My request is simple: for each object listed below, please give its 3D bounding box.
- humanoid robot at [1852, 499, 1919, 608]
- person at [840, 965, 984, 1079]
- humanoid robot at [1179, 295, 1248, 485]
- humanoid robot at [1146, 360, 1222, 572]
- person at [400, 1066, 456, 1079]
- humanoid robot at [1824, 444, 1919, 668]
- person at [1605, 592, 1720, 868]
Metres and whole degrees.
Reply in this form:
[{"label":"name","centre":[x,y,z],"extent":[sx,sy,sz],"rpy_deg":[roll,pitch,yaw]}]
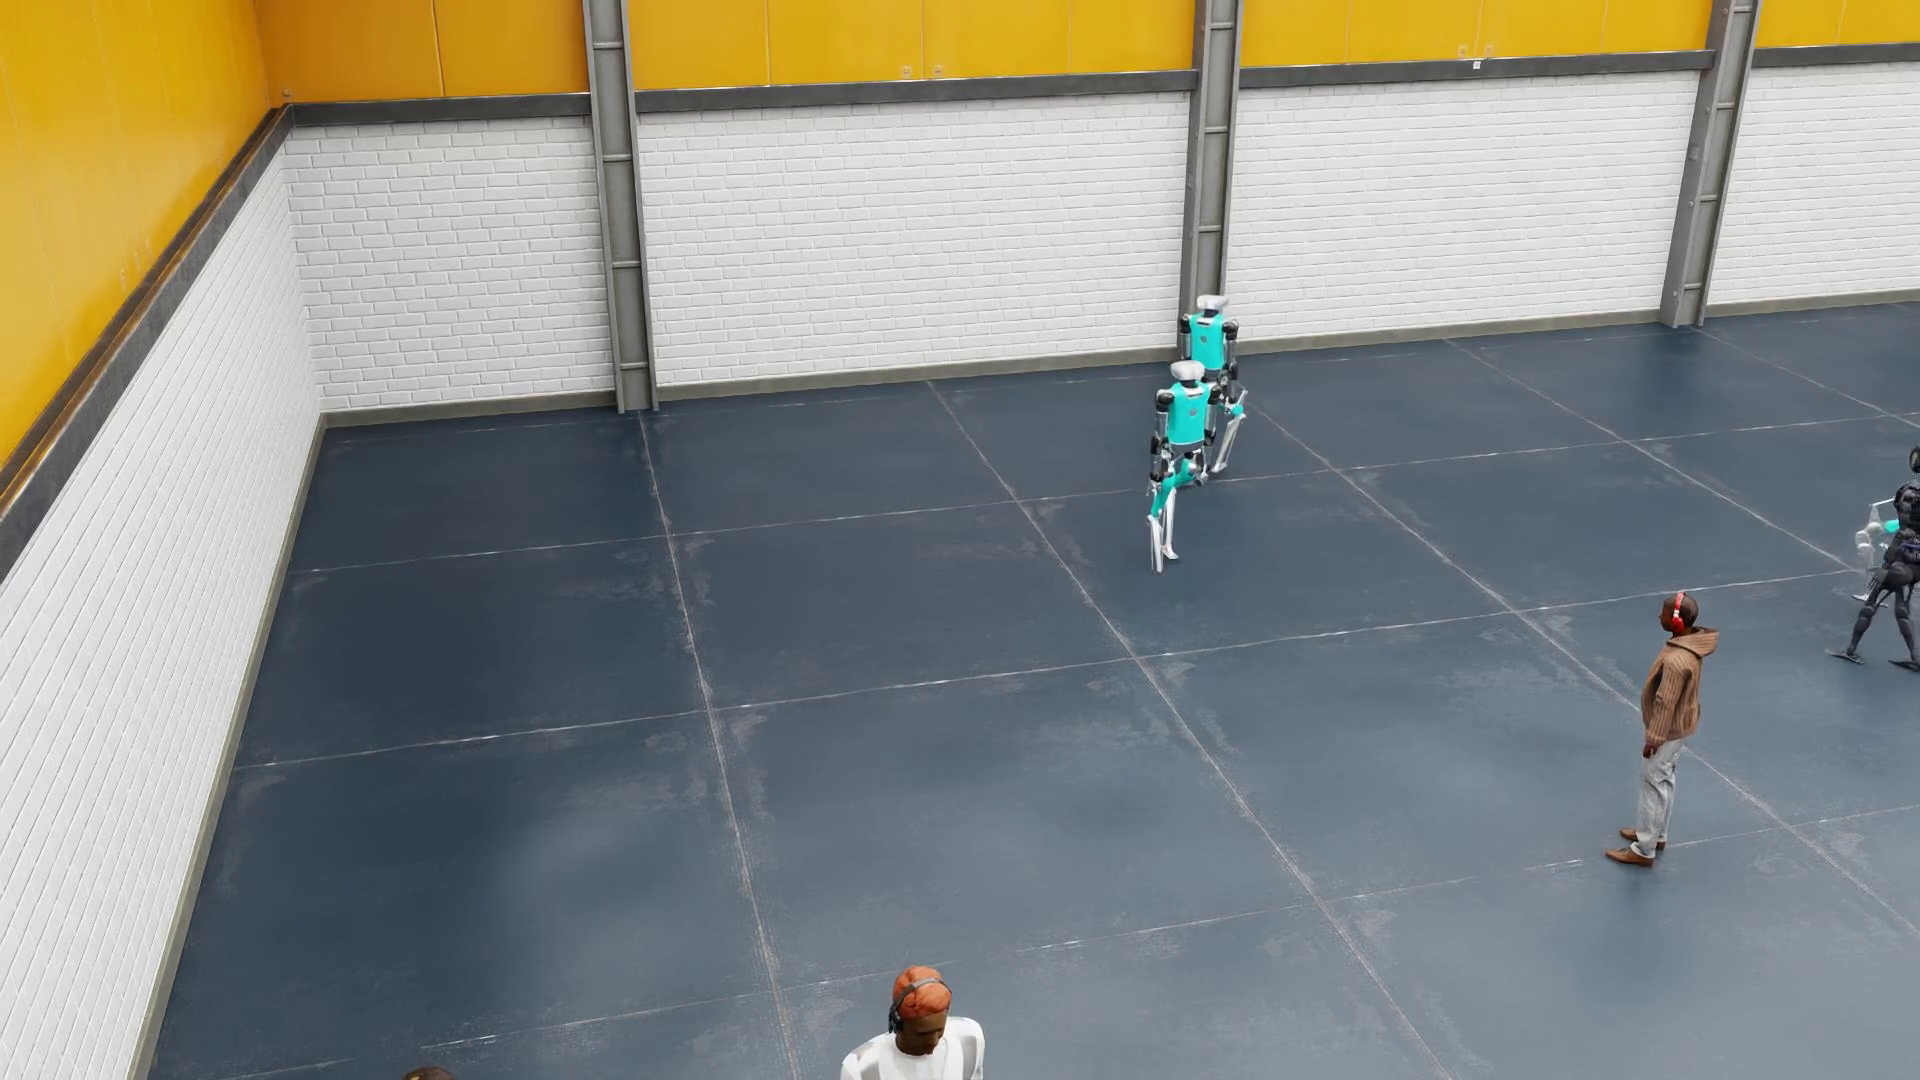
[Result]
[{"label":"humanoid robot","centre":[6.890,-0.184,11.957],"extent":[1.018,1.717,0.575],"rpy_deg":[11,26,23]},{"label":"person","centre":[-0.153,2.336,6.049],"extent":[0.572,1.887,0.356],"rpy_deg":[-13,27,-27]},{"label":"humanoid robot","centre":[2.227,-1.319,14.527],"extent":[0.543,1.759,0.938],"rpy_deg":[15,28,30]},{"label":"humanoid robot","centre":[1.622,-0.574,12.932],"extent":[0.540,1.848,0.765],"rpy_deg":[-9,25,-19]},{"label":"person","centre":[-1.727,2.536,5.742],"extent":[0.378,1.769,0.468],"rpy_deg":[-17,29,-33]},{"label":"humanoid robot","centre":[6.458,0.110,11.397],"extent":[0.615,1.635,0.644],"rpy_deg":[-20,31,-38]},{"label":"person","centre":[3.927,1.053,9.262],"extent":[0.338,1.642,0.472],"rpy_deg":[14,27,29]}]
